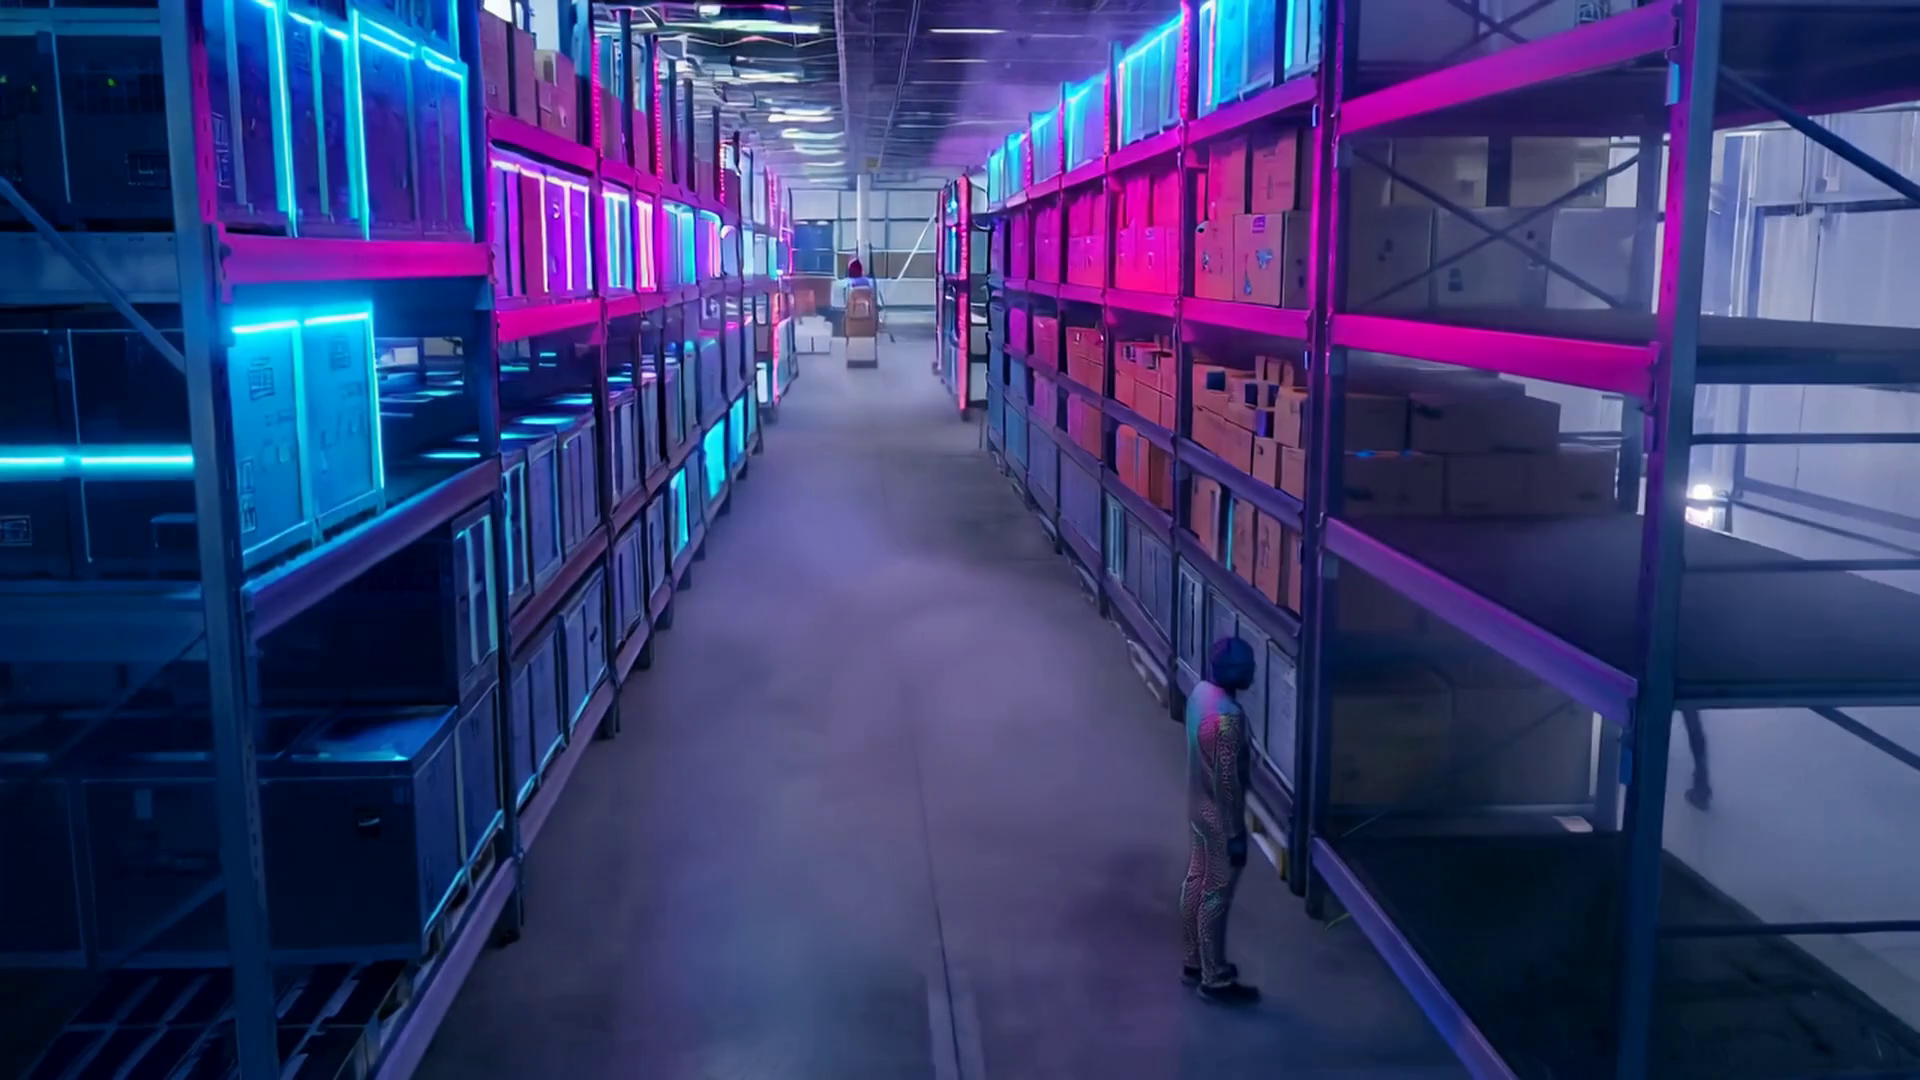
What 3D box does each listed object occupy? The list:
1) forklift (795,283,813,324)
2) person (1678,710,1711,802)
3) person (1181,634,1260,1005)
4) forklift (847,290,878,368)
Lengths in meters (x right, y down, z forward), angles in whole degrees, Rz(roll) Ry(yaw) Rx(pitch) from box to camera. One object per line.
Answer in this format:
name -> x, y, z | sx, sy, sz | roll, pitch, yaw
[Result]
forklift -> -7.352, -10.641, 78.034 | 1.129, 2.768, 1.873 | -1, 10, -4
person -> 5.176, 0.909, 12.012 | 0.541, 1.897, 1.019 | 0, 10, 2
person -> 1.354, 1.440, 8.693 | 0.371, 1.933, 0.627 | -1, 10, -9
forklift -> -3.542, -7.642, 60.118 | 1.129, 2.768, 1.873 | -1, 10, -4
